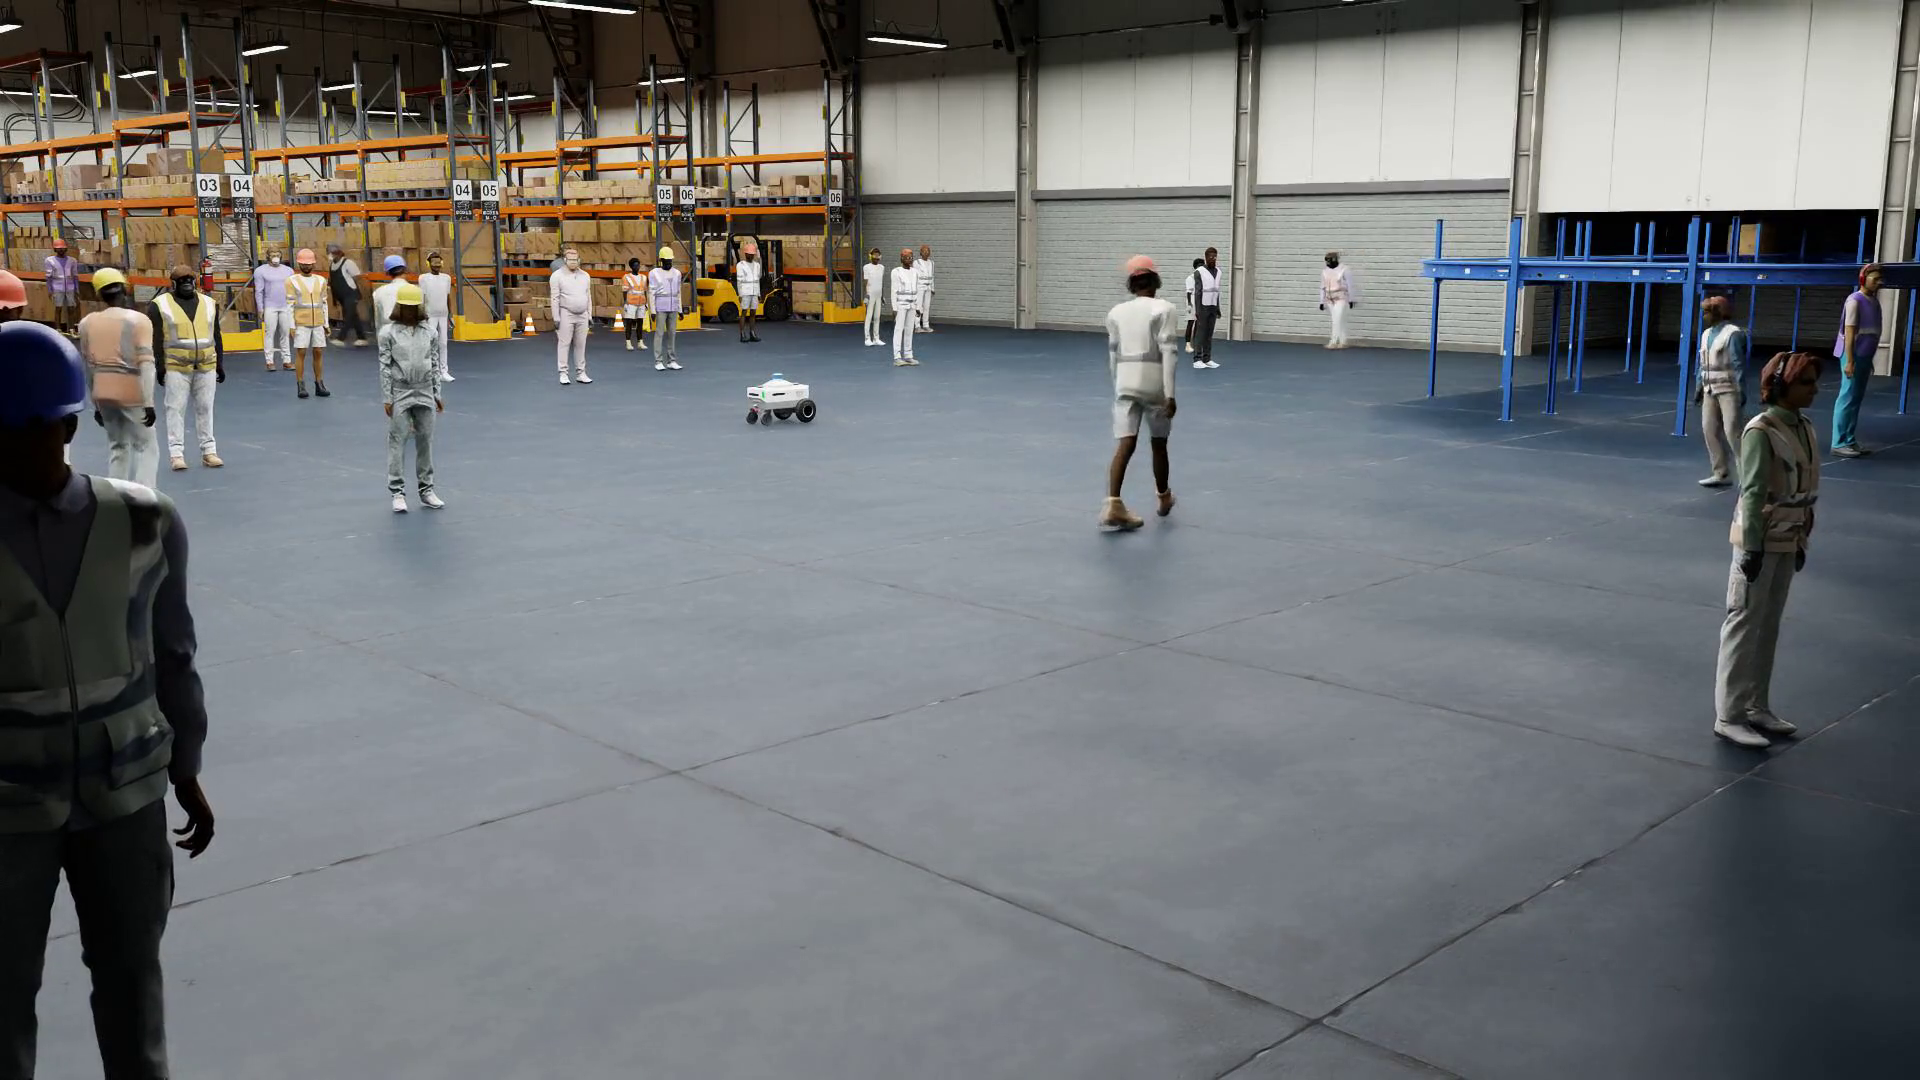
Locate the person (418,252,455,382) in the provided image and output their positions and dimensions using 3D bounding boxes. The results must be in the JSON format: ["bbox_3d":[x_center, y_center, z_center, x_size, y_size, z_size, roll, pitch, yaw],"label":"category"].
[{"bbox_3d":[-7.574,-3.232,24.118,0.514,1.871,0.327,-9,14,-42],"label":"person"}]

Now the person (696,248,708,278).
[{"bbox_3d":[-6.758,-6.706,43.346,0.527,1.768,0.331,-9,14,-42],"label":"person"}]

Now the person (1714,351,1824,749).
[{"bbox_3d":[3.389,0.031,6.952,0.515,1.640,0.315,-9,14,-42],"label":"person"}]

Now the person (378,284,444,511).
[{"bbox_3d":[-4.223,-1.102,12.856,0.488,1.740,0.318,-9,14,-42],"label":"person"}]

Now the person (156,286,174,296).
[{"bbox_3d":[-20.023,-6.488,41.986,0.592,1.828,0.404,-9,14,-42],"label":"person"}]

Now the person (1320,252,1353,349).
[{"bbox_3d":[6.953,-4.433,30.898,0.841,1.791,0.628,-7,12,-33],"label":"person"}]

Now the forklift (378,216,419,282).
[{"bbox_3d":[-17.868,-9.201,54.028,1.873,2.768,1.129,-10,14,-44],"label":"forklift"}]

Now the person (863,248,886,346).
[{"bbox_3d":[-1.638,-4.684,32.052,0.514,1.865,0.327,-9,14,-42],"label":"person"}]

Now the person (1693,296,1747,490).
[{"bbox_3d":[6.406,-1.233,13.929,0.355,1.606,0.658,-2,11,-11],"label":"person"}]

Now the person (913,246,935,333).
[{"bbox_3d":[-0.782,-5.479,36.340,0.576,1.881,0.354,-9,14,-42],"label":"person"}]

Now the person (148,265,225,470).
[{"bbox_3d":[-7.011,-1.573,15.152,0.625,1.843,0.430,-9,14,-42],"label":"person"}]

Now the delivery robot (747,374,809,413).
[{"bbox_3d":[-2.072,-1.650,18.940,0.707,0.478,0.477,-10,14,-44],"label":"delivery robot"}]

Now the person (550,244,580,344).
[{"bbox_3d":[-7.697,-4.812,32.550,0.629,1.939,0.371,-9,14,-42],"label":"person"}]

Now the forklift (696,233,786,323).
[{"bbox_3d":[-5.496,-6.489,41.108,2.313,2.155,1.214,-10,14,-44],"label":"forklift"}]

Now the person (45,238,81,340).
[{"bbox_3d":[-18.123,-5.066,33.647,0.610,2.043,0.397,-9,14,-42],"label":"person"}]

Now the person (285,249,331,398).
[{"bbox_3d":[-8.550,-2.854,21.879,0.548,1.934,0.376,-9,14,-42],"label":"person"}]

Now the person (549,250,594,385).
[{"bbox_3d":[-5.526,-3.191,23.804,0.643,1.905,0.399,-9,14,-42],"label":"person"}]

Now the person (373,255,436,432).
[{"bbox_3d":[-5.990,-2.100,17.860,0.638,1.899,0.507,2,11,13],"label":"person"}]

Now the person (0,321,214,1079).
[{"bbox_3d":[-1.855,0.524,3.433,0.606,1.943,0.403,-9,14,-42],"label":"person"}]

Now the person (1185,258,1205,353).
[{"bbox_3d":[4.285,-4.244,30.099,0.537,1.698,0.321,-9,14,-42],"label":"person"}]

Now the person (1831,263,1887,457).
[{"bbox_3d":[8.654,-1.737,16.044,0.564,1.841,0.389,-9,14,-42],"label":"person"}]

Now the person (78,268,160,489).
[{"bbox_3d":[-6.011,-1.008,11.964,0.648,1.878,0.498,2,11,12],"label":"person"}]

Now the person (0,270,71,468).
[{"bbox_3d":[-4.889,-0.423,8.626,0.548,1.933,0.376,-9,14,-42],"label":"person"}]

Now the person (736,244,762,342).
[{"bbox_3d":[-4.185,-4.925,33.174,0.548,1.934,0.376,-9,14,-42],"label":"person"}]

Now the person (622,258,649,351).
[{"bbox_3d":[-5.993,-4.358,30.729,0.537,1.695,0.321,-9,14,-42],"label":"person"}]

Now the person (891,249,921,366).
[{"bbox_3d":[-0.881,-3.796,27.160,0.576,1.881,0.354,-9,14,-42],"label":"person"}]

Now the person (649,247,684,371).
[{"bbox_3d":[-4.612,-3.644,26.210,0.590,1.926,0.388,-9,14,-42],"label":"person"}]

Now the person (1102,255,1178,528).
[{"bbox_3d":[1.362,-1.094,12.206,0.680,1.960,1.036,7,13,35],"label":"person"}]

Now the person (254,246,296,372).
[{"bbox_3d":[-10.709,-3.627,26.087,0.629,1.939,0.371,-9,14,-42],"label":"person"}]

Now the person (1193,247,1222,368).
[{"bbox_3d":[3.964,-3.727,26.692,0.590,1.916,0.391,-9,14,-42],"label":"person"}]

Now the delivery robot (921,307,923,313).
[{"bbox_3d":[-1.207,-5.436,39.584,0.707,0.478,0.477,-10,14,-44],"label":"delivery robot"}]

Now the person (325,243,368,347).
[{"bbox_3d":[-11.727,-4.681,31.667,0.720,2.000,1.013,8,13,38],"label":"person"}]
